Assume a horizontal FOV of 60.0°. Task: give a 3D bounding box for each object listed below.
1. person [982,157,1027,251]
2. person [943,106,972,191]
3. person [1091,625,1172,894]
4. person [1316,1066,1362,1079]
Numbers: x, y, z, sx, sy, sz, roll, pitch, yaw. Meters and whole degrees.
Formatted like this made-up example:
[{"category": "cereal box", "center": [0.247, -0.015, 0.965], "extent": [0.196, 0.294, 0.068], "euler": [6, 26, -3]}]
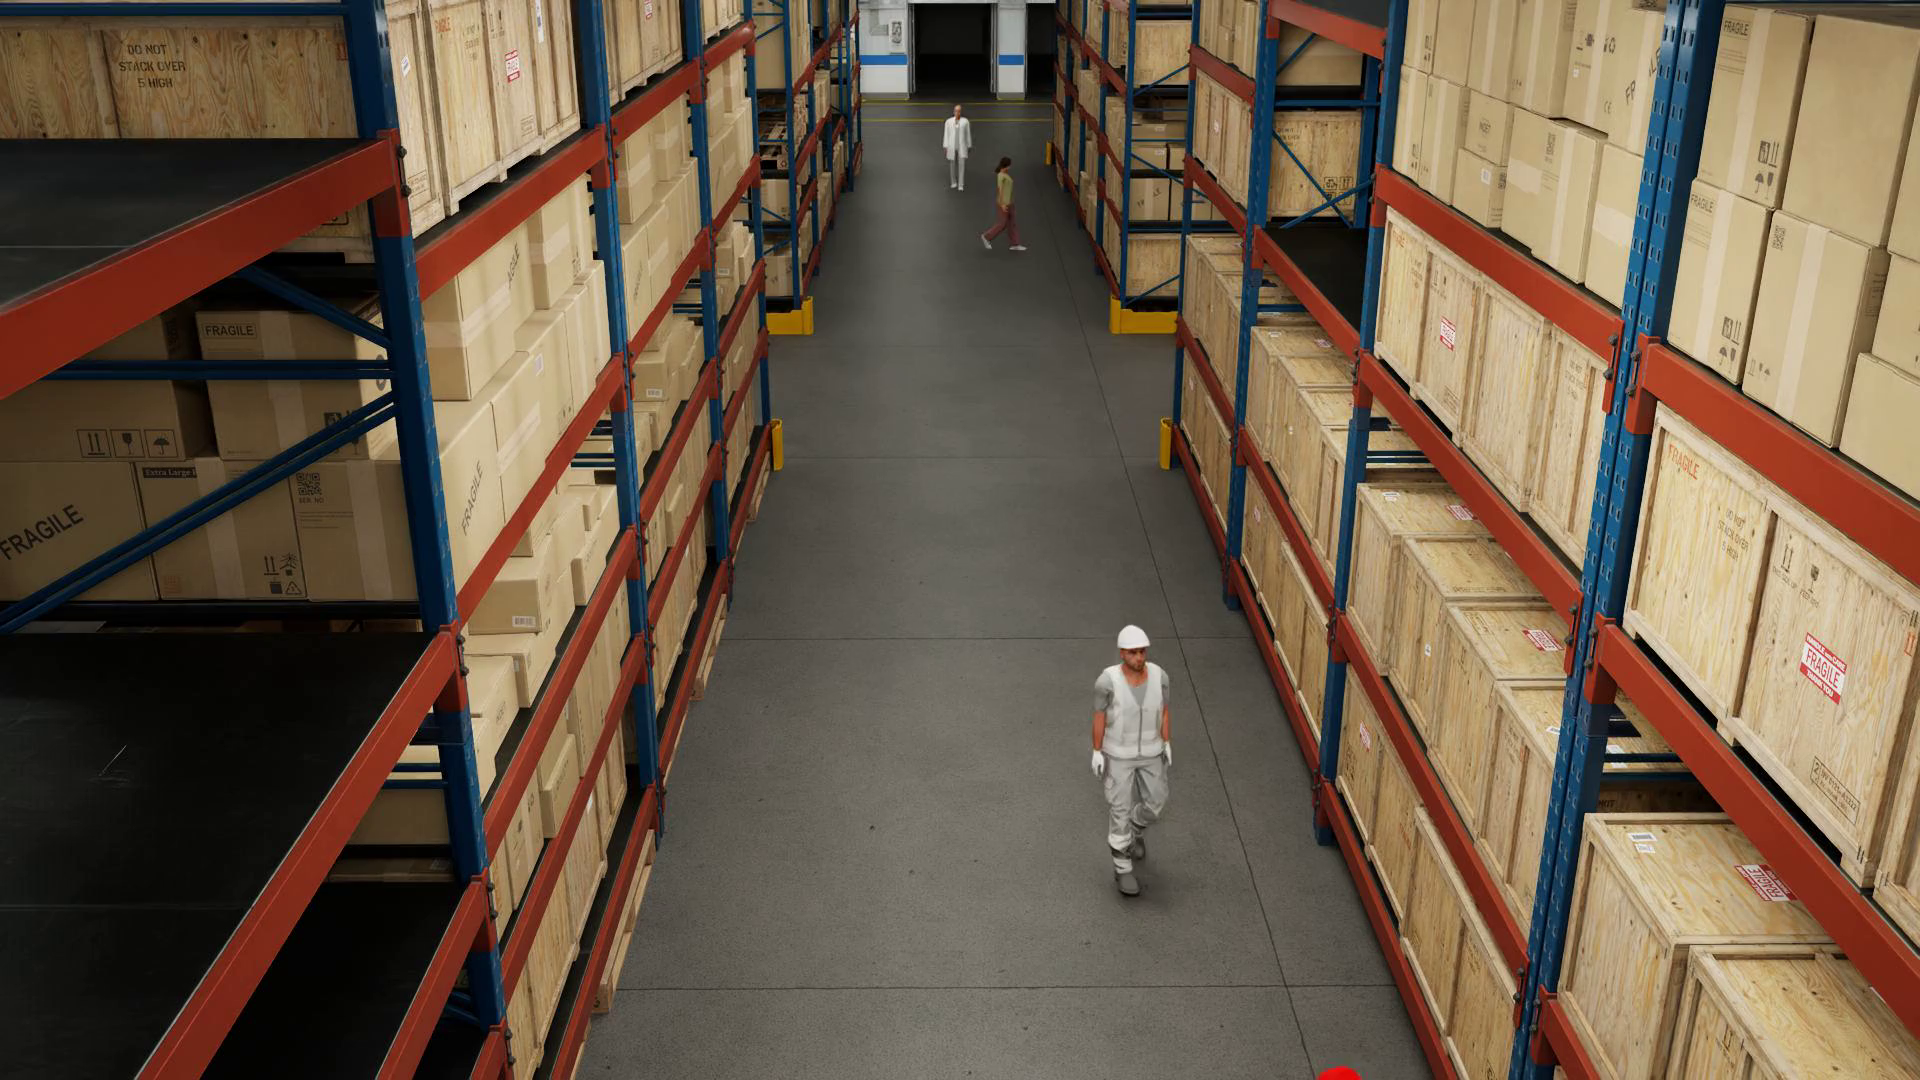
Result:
[{"category": "person", "center": [0.765, -6.070, 29.982], "extent": [0.742, 1.636, 0.474], "euler": [7, 23, 17]}, {"category": "person", "center": [-0.060, -8.490, 36.036], "extent": [0.616, 1.775, 0.856], "euler": [1, 22, 4]}, {"category": "person", "center": [1.136, 1.406, 10.895], "extent": [0.544, 1.791, 0.628], "euler": [-5, 22, -12]}, {"category": "person", "center": [1.606, 2.946, 6.956], "extent": [0.481, 1.786, 0.604], "euler": [-18, 28, -38]}]
